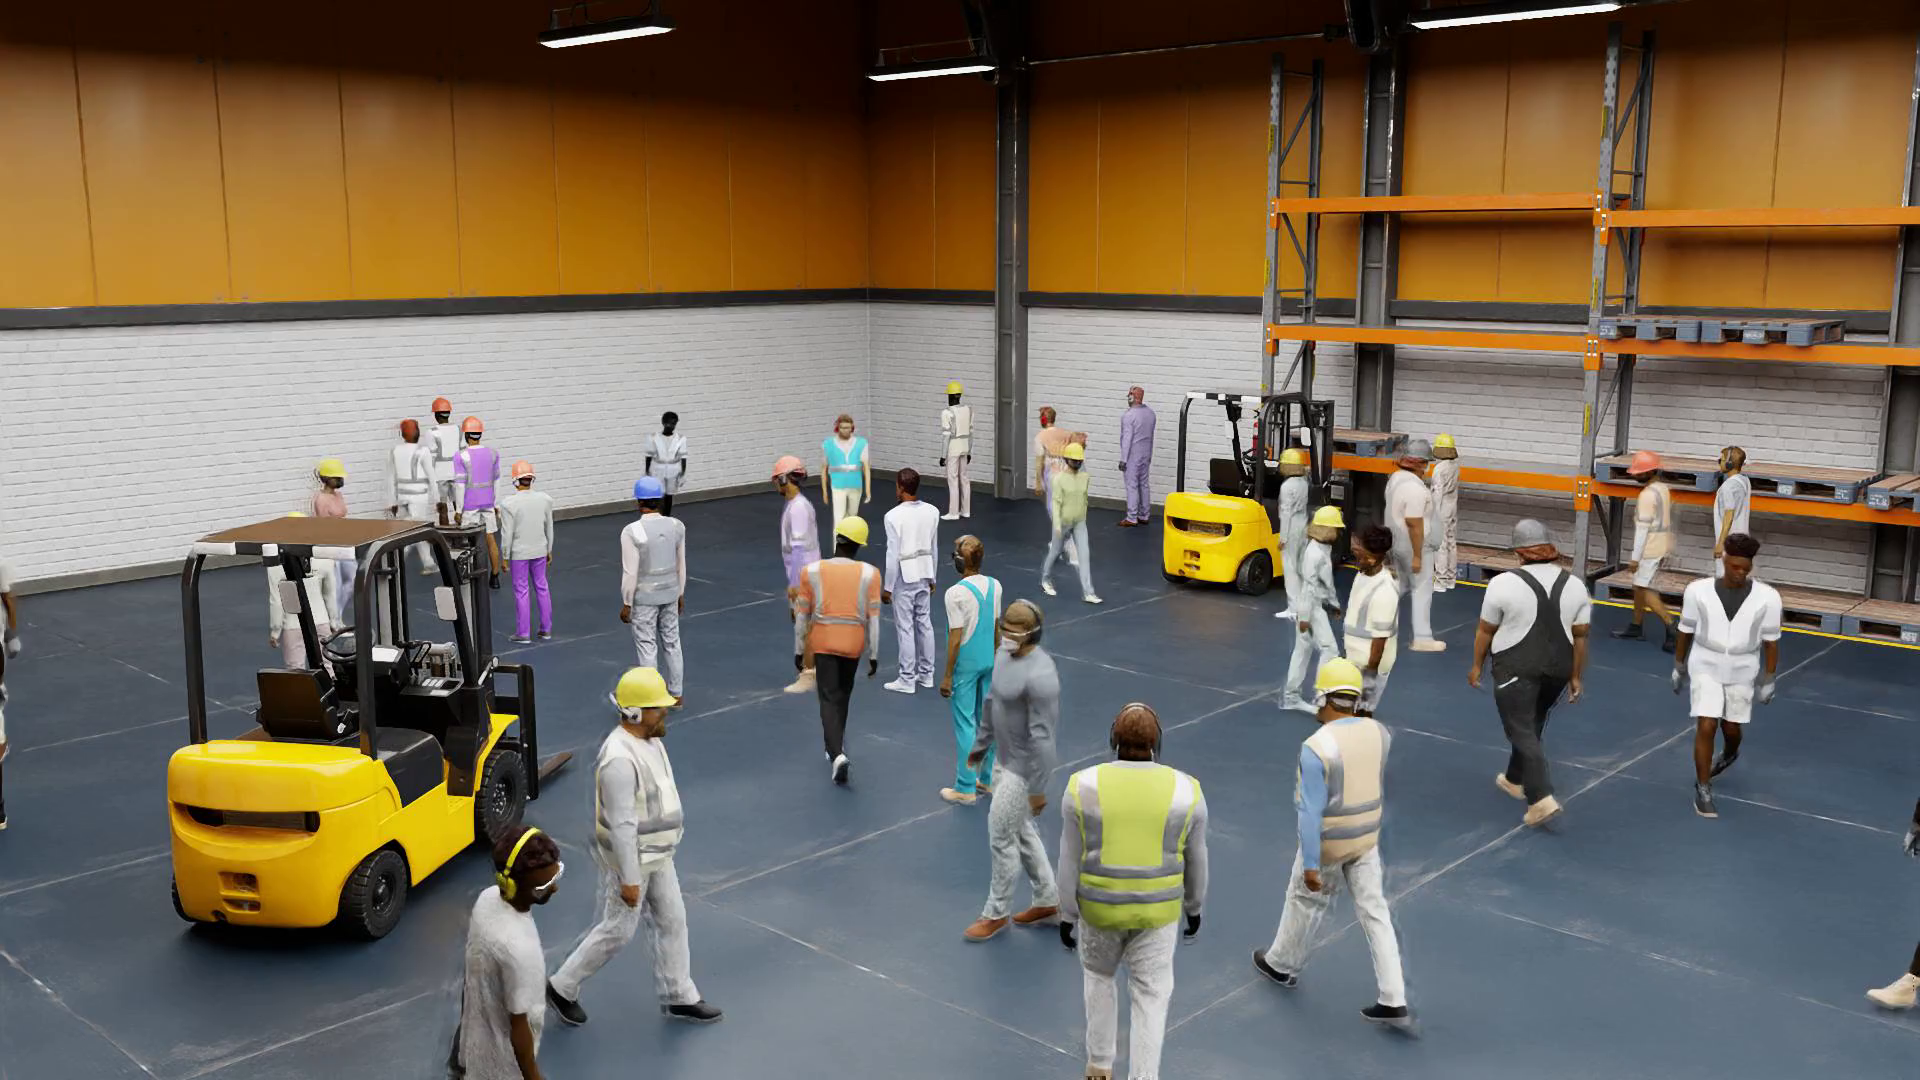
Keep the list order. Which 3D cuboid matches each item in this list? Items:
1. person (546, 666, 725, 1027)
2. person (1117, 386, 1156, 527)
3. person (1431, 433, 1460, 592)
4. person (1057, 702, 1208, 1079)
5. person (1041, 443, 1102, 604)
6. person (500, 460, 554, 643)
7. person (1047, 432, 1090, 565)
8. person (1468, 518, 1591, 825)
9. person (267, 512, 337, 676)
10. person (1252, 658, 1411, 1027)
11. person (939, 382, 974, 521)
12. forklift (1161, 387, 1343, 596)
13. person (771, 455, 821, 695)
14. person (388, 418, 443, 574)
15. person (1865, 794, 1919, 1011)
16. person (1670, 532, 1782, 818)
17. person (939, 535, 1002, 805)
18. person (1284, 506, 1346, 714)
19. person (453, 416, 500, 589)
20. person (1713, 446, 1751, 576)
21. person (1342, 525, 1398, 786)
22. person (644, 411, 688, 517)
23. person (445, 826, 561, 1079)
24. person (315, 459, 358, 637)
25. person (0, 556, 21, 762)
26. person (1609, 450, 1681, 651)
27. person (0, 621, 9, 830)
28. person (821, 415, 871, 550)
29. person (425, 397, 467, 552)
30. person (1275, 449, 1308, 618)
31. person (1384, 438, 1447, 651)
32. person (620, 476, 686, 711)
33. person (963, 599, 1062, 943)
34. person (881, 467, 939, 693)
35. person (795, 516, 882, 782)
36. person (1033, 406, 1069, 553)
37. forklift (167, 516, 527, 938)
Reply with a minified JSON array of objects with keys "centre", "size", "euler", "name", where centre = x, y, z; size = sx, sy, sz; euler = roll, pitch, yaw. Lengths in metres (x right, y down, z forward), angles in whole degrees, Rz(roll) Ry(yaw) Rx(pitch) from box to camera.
[{"centre":[-1.617,1.483,7.991],"size":[0.845,1.807,0.610],"euler":[1,10,5],"name":"person"},{"centre":[2.368,-1.133,22.581],"size":[0.406,1.904,0.654],"euler":[9,13,42],"name":"person"},{"centre":[5.306,-0.304,18.321],"size":[0.309,1.743,0.494],"euler":[9,13,42],"name":"person"},{"centre":[0.756,1.594,7.302],"size":[0.654,1.816,0.694],"euler":[1,10,4],"name":"person"},{"centre":[1.165,-0.198,17.820],"size":[0.528,1.717,0.977],"euler":[-6,11,-29],"name":"person"},{"centre":[-4.164,0.107,15.951],"size":[0.336,1.749,0.575],"euler":[9,13,42],"name":"person"},{"centre":[1.334,-0.482,19.690],"size":[0.415,1.624,0.523],"euler":[-1,10,-5],"name":"person"},{"centre":[3.822,0.824,11.055],"size":[0.686,2.000,1.013],"euler":[-1,10,-7],"name":"person"},{"centre":[-5.041,0.660,12.766],"size":[0.318,1.767,0.534],"euler":[9,13,42],"name":"person"},{"centre":[1.876,1.470,8.194],"size":[0.584,1.777,0.995],"euler":[-6,11,-30],"name":"person"},{"centre":[-0.068,-1.234,23.094],"size":[0.374,1.925,0.595],"euler":[9,13,42],"name":"person"},{"centre":[3.298,-0.608,18.767],"size":[1.214,2.155,2.313],"euler":[9,13,42],"name":"forklift"},{"centre":[-1.333,0.301,14.136],"size":[0.502,2.022,0.773],"euler":[-2,10,-10],"name":"person"},{"centre":[-6.270,-0.459,18.946],"size":[0.570,1.851,0.939],"euler":[5,11,28],"name":"person"},{"centre":[4.942,1.511,8.246],"size":[0.861,1.648,0.543],"euler":[-2,10,-9],"name":"person"},{"centre":[5.167,0.852,11.249],"size":[0.650,1.924,0.833],"euler":[4,11,21],"name":"person"},{"centre":[0.070,0.877,11.308],"size":[0.330,1.844,0.519],"euler":[9,13,42],"name":"person"},{"centre":[2.917,0.576,13.385],"size":[0.639,1.719,0.512],"euler":[2,10,13],"name":"person"},{"centre":[-5.322,-0.395,18.287],"size":[0.364,1.935,0.553],"euler":[9,13,42],"name":"person"},{"centre":[7.538,-0.003,16.314],"size":[0.330,1.844,0.519],"euler":[9,13,42],"name":"person"},{"centre":[2.831,0.810,11.494],"size":[0.387,1.911,0.712],"euler":[0,10,1],"name":"person"},{"centre":[-3.811,-0.845,21.613],"size":[0.546,1.655,0.766],"euler":[-3,10,-18],"name":"person"},{"centre":[-1.621,1.846,5.842],"size":[0.453,1.828,0.639],"euler":[-6,11,-29],"name":"person"},{"centre":[-6.010,0.085,16.070],"size":[0.369,1.750,0.538],"euler":[1,10,3],"name":"person"},{"centre":[-7.202,0.728,12.139],"size":[0.495,1.848,0.692],"euler":[0,10,2],"name":"person"},{"centre":[6.551,0.095,15.638],"size":[0.757,1.899,0.579],"euler":[7,12,36],"name":"person"},{"centre":[-6.429,0.935,10.628],"size":[0.361,1.964,0.616],"euler":[9,13,42],"name":"person"},{"centre":[-1.338,-0.570,19.698],"size":[0.560,1.784,0.982],"euler":[-2,10,-12],"name":"person"},{"centre":[-6.366,-0.797,20.579],"size":[0.370,1.933,0.553],"euler":[9,13,42],"name":"person"},{"centre":[3.386,-0.059,16.978],"size":[0.426,1.729,0.525],"euler":[7,12,36],"name":"person"},{"centre":[4.195,0.025,15.605],"size":[0.704,2.000,0.684],"euler":[-1,10,-5],"name":"person"},{"centre":[-2.479,0.455,13.417],"size":[0.396,1.946,0.617],"euler":[9,13,42],"name":"person"},{"centre":[0.308,1.235,9.071],"size":[0.620,1.912,0.740],"euler":[-3,10,-16],"name":"person"},{"centre":[-0.414,0.341,14.152],"size":[0.375,1.917,0.599],"euler":[9,13,42],"name":"person"},{"centre":[-0.865,0.763,11.934],"size":[0.623,1.862,0.937],"euler":[-1,10,-8],"name":"person"},{"centre":[1.180,-0.746,20.667],"size":[0.533,1.807,0.565],"euler":[8,13,39],"name":"person"},{"centre":[-3.583,0.976,9.748],"size":[1.214,2.155,2.313],"euler":[2,10,11],"name":"forklift"}]
